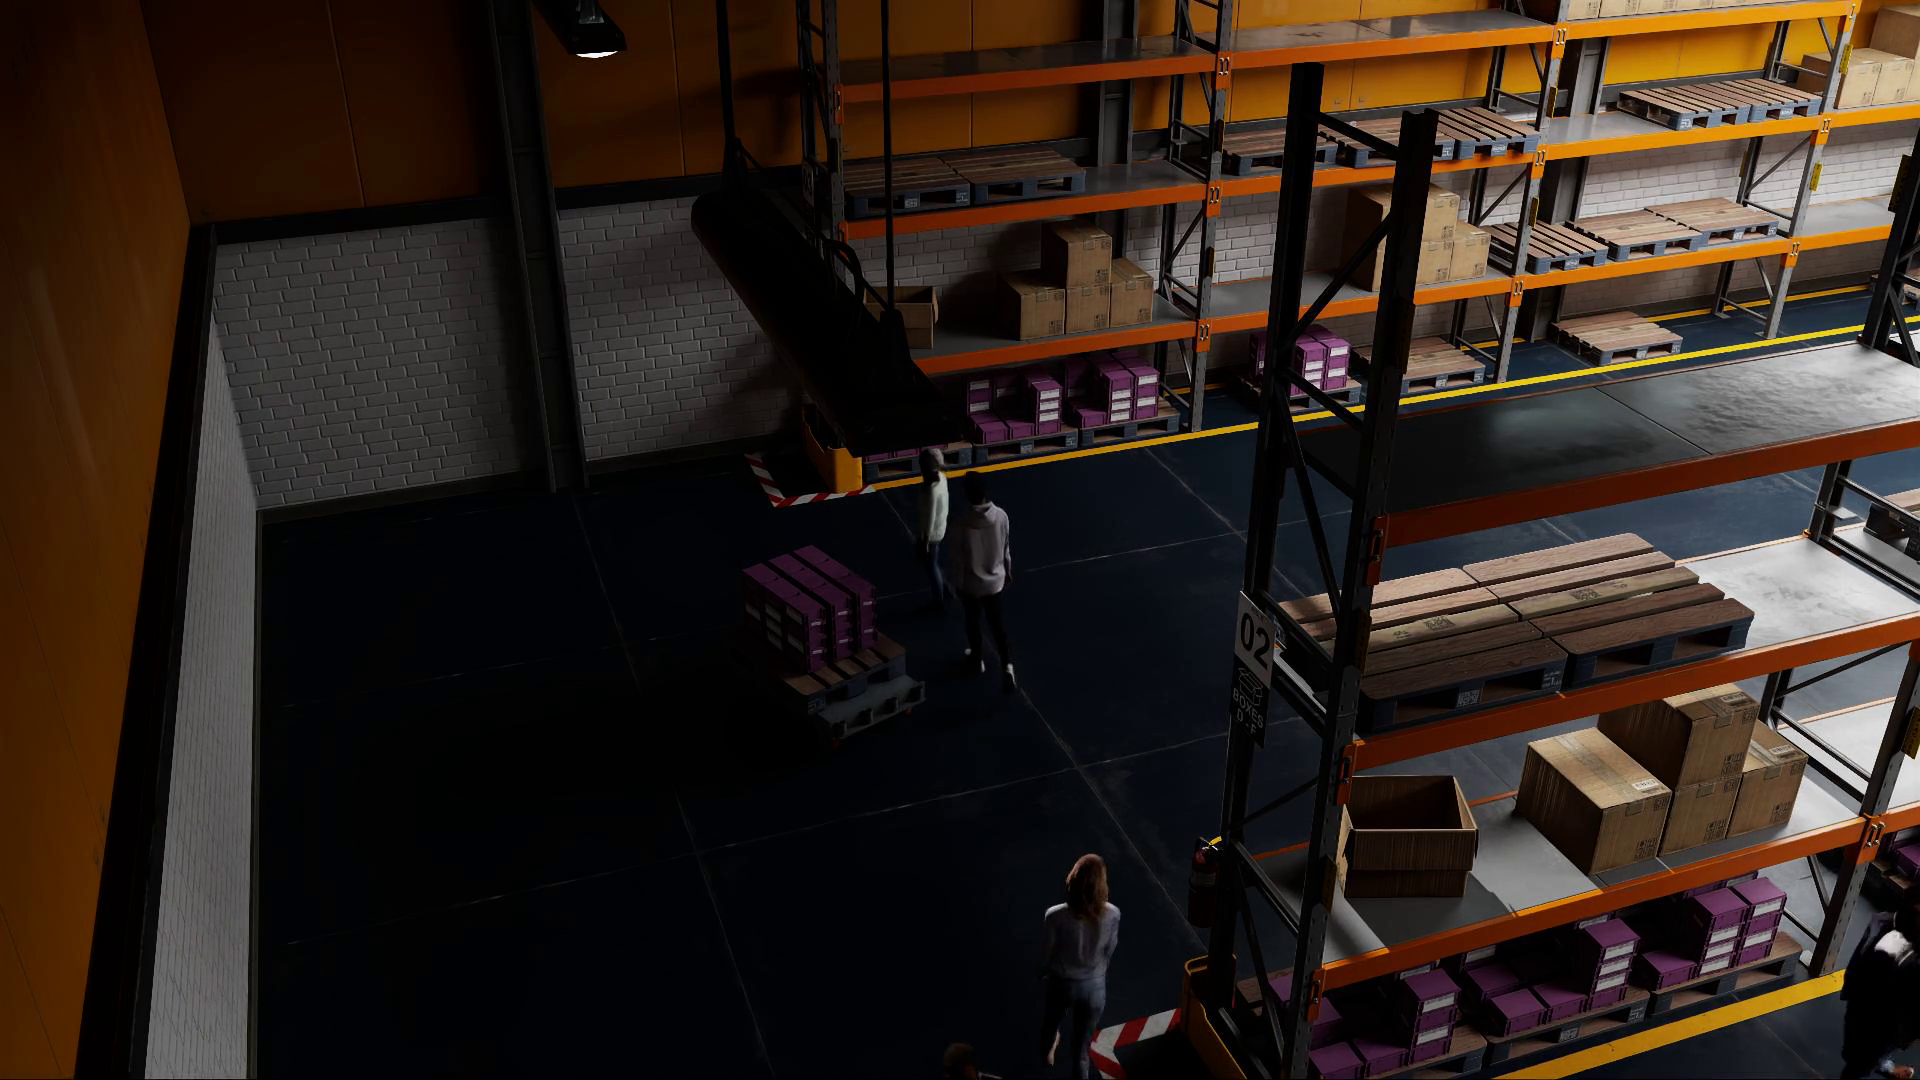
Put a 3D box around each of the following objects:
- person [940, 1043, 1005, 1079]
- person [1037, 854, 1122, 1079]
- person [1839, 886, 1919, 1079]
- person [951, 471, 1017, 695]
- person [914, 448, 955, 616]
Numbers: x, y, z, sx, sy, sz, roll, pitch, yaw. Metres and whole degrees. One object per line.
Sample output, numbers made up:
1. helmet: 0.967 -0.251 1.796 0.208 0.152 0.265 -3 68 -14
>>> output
1. person: 0.002 3.161 8.479 0.992 1.792 0.909 -4 29 -7
2. person: 0.689 2.642 9.480 1.044 1.744 0.891 -4 29 -7
3. person: 5.225 2.670 9.360 1.065 1.811 0.666 -9 30 -17
4. person: 0.215 0.375 13.472 1.037 1.902 0.751 -10 30 -17
5. person: -0.160 -0.070 14.563 0.752 1.638 0.714 5 29 8
